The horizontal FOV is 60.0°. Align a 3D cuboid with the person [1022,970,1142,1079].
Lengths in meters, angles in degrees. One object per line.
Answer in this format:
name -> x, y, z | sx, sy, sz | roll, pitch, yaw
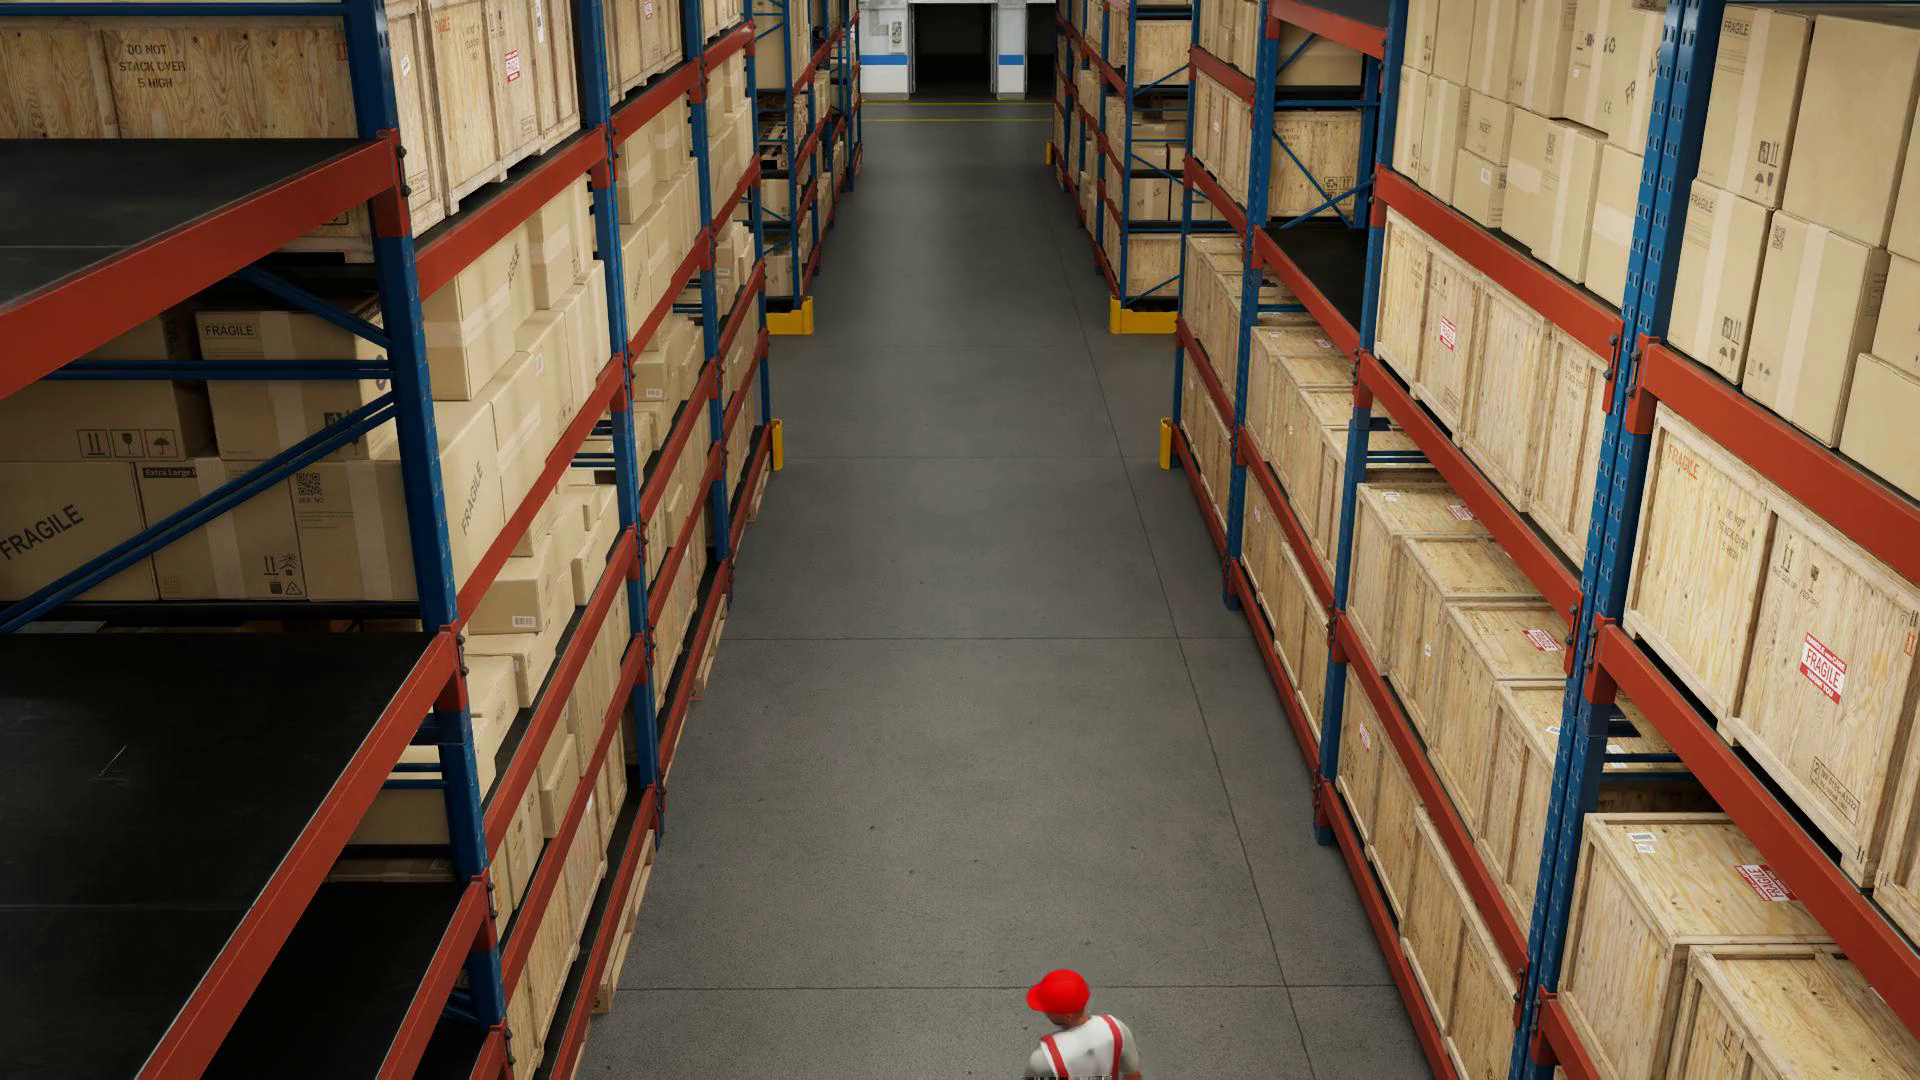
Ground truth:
person -> 0.514, 2.689, 7.674 | 0.560, 1.742, 0.880 | -11, 24, -27
